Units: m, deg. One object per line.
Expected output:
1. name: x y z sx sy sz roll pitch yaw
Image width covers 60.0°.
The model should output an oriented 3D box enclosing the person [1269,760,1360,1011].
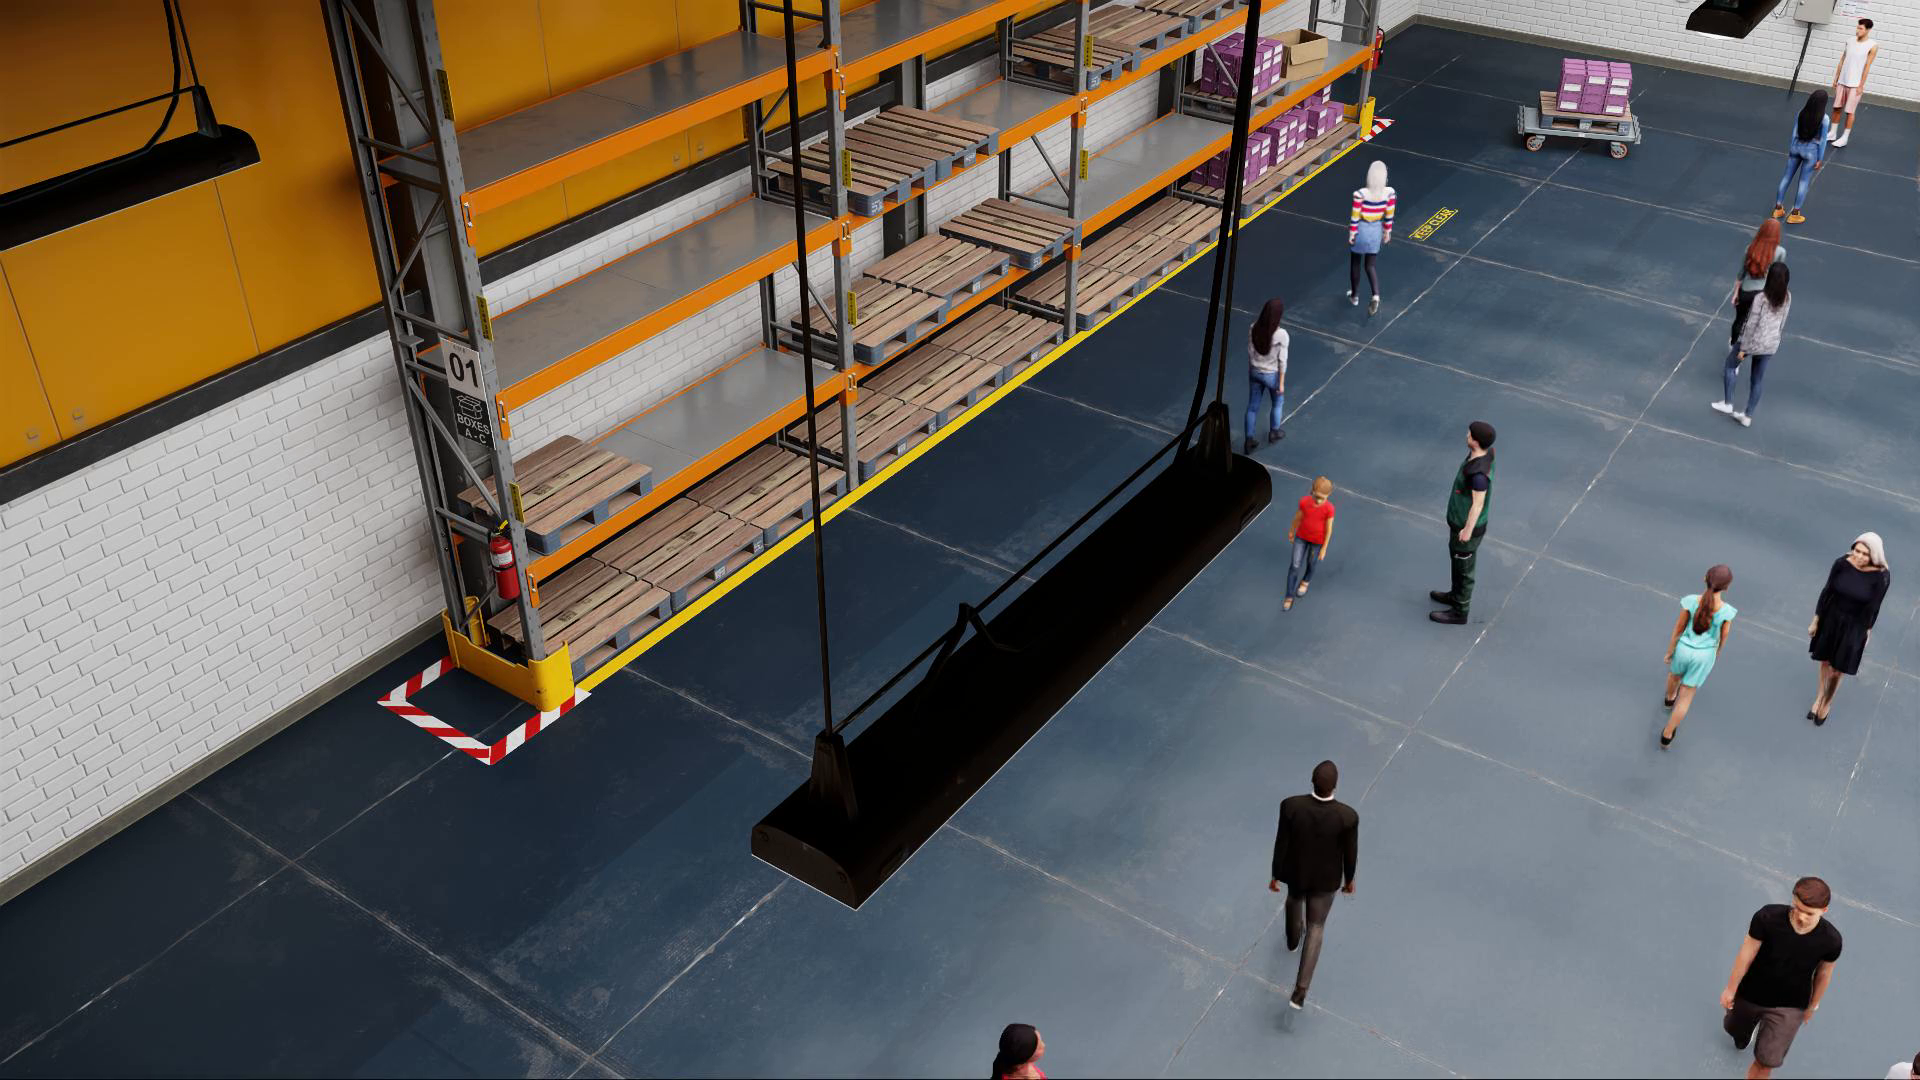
1. person: 2.206 2.177 10.492 0.911 1.768 1.241 11 35 15

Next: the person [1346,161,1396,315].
1. person: 4.657 -3.415 18.894 1.013 1.780 1.094 -4 34 -6

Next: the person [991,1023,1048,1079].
1. person: 0.214 3.248 8.880 0.870 1.769 0.811 -3 34 -4

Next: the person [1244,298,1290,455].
1. person: 2.947 -1.573 16.270 0.660 1.616 0.776 24 41 32

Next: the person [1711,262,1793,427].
1. person: 8.072 -1.923 16.709 0.811 1.714 0.871 -6 34 -9

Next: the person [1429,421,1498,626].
1. person: 4.252 -0.159 13.888 0.792 1.899 0.620 10 35 15

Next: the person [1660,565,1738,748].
1. person: 5.552 0.910 12.615 0.541 1.527 0.944 20 39 28

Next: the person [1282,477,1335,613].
1. person: 3.027 -0.041 14.268 0.628 1.282 0.848 15 37 22

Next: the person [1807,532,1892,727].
1. person: 6.828 0.652 12.816 0.735 1.735 0.700 -27 42 -34

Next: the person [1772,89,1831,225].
1. person: 10.745 -4.897 21.184 0.629 1.713 0.662 -21 39 -29

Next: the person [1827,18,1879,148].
1. person: 12.615 -6.475 23.498 0.745 1.780 0.738 -15 36 -21

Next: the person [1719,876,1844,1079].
1. person: 4.789 2.605 9.789 0.688 1.833 1.144 18 38 25

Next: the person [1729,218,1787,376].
1. person: 8.423 -2.524 17.630 0.634 1.695 1.082 17 37 24
